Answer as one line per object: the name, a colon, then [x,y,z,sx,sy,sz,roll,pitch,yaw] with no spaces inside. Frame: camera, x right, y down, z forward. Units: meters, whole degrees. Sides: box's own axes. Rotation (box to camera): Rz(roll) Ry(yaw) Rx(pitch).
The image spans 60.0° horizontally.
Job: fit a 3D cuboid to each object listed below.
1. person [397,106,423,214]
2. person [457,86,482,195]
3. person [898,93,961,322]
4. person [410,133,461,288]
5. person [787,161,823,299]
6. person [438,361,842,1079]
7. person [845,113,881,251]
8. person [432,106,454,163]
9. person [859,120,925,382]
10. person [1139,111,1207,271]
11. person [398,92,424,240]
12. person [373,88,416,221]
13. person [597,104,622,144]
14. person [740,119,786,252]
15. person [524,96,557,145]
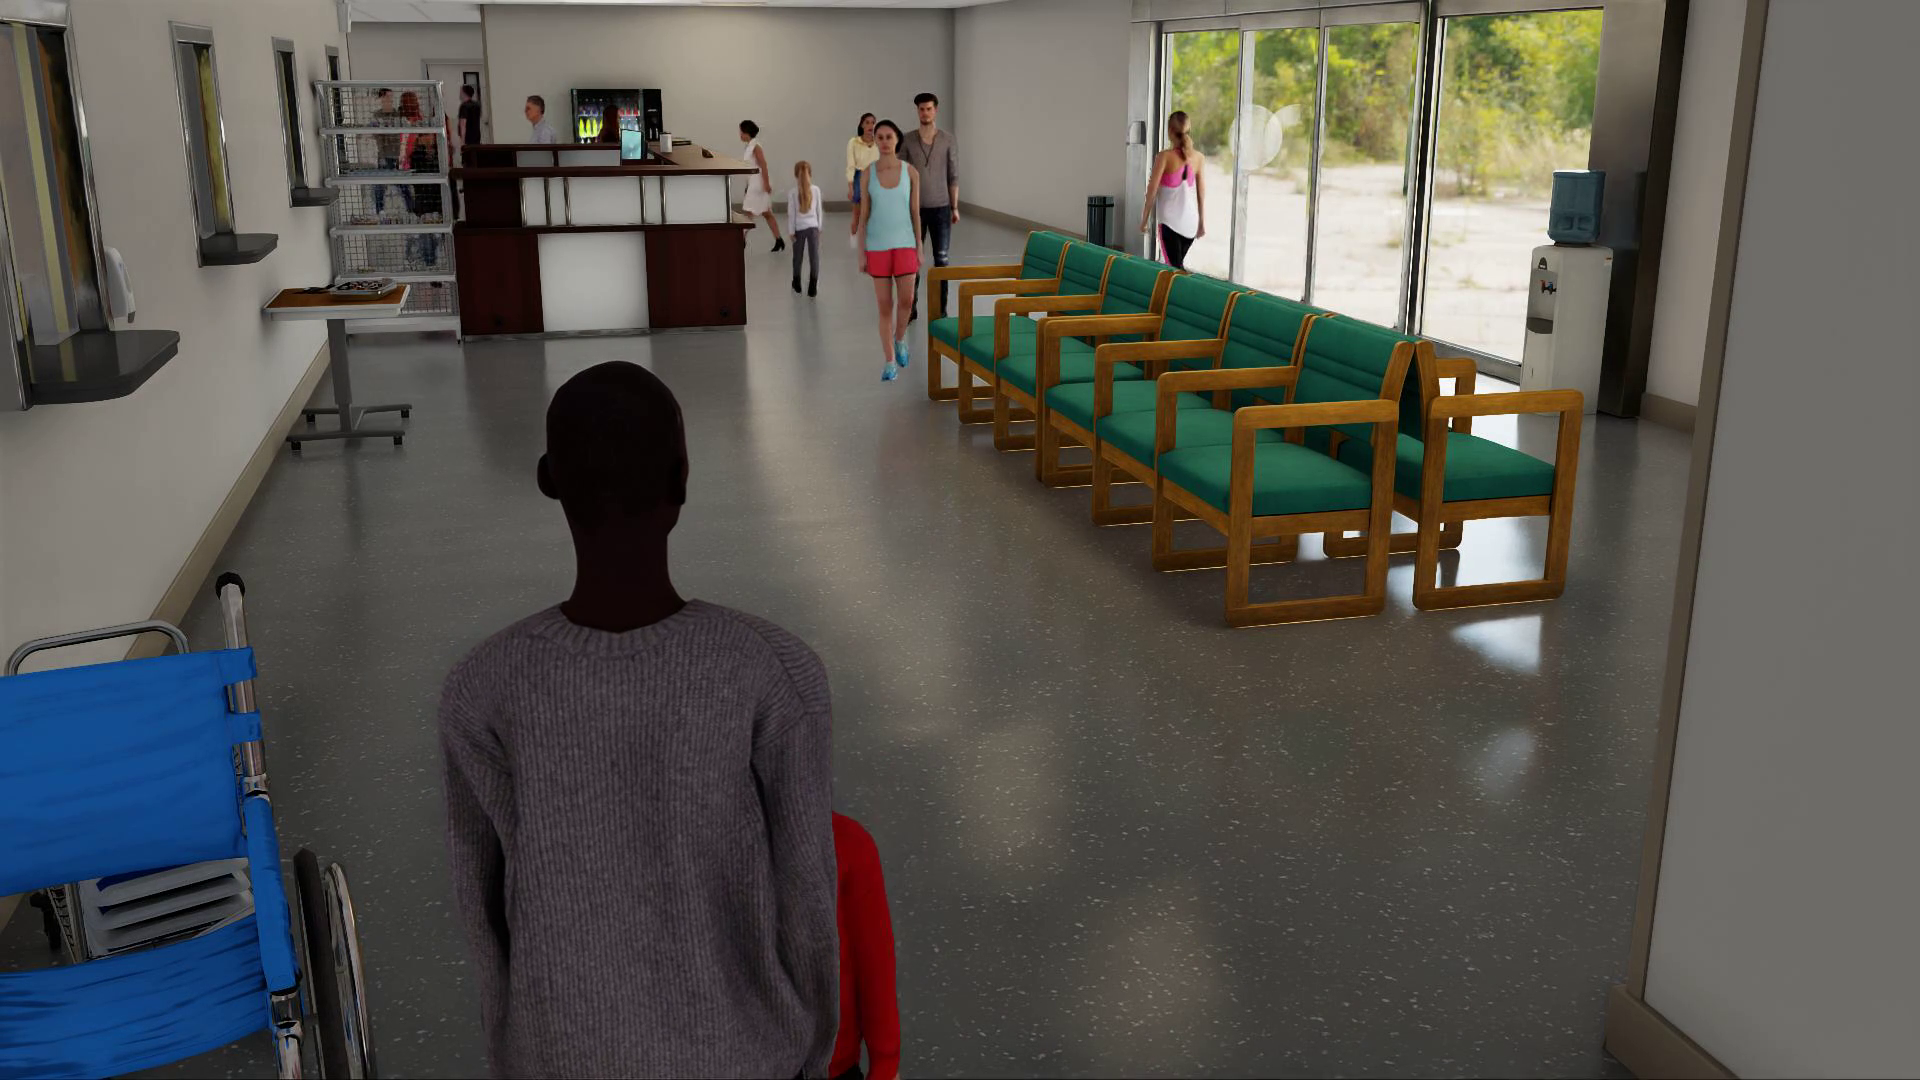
person: [-8.167,-5.696,24.734,0.960,1.687,0.856,-10,19,-32]
person: [-8.336,-6.843,28.540,1.100,1.829,0.952,2,16,7]
person: [-0.270,-2.807,14.088,0.592,1.903,0.811,0,16,-1]
person: [-5.113,-3.210,16.103,1.067,1.585,0.901,-10,19,-33]
person: [-1.426,-2.872,15.521,0.826,1.251,0.560,-3,16,-12]
person: [-0.372,0.652,2.059,0.527,1.772,0.705,-2,16,-6]
person: [-1.065,-3.964,18.731,0.932,1.610,0.722,-5,17,-18]
person: [-9.599,-7.347,30.818,0.486,1.562,0.633,-6,17,-21]
person: [-0.467,-1.974,11.408,0.718,1.753,0.753,0,16,0]
person: [1.720,-2.372,12.797,0.842,1.767,0.781,-8,18,-27]
person: [-6.910,-4.748,21.120,0.626,1.822,0.659,1,16,4]
person: [-7.941,-5.286,23.041,1.248,1.816,1.223,10,19,33]
person: [-4.269,-4.327,19.857,0.852,1.697,0.749,-9,18,-29]
person: [-2.281,-4.110,19.437,0.892,1.508,0.608,-6,17,-20]
person: [-4.675,-4.165,19.101,1.148,1.796,0.789,-7,17,-25]
